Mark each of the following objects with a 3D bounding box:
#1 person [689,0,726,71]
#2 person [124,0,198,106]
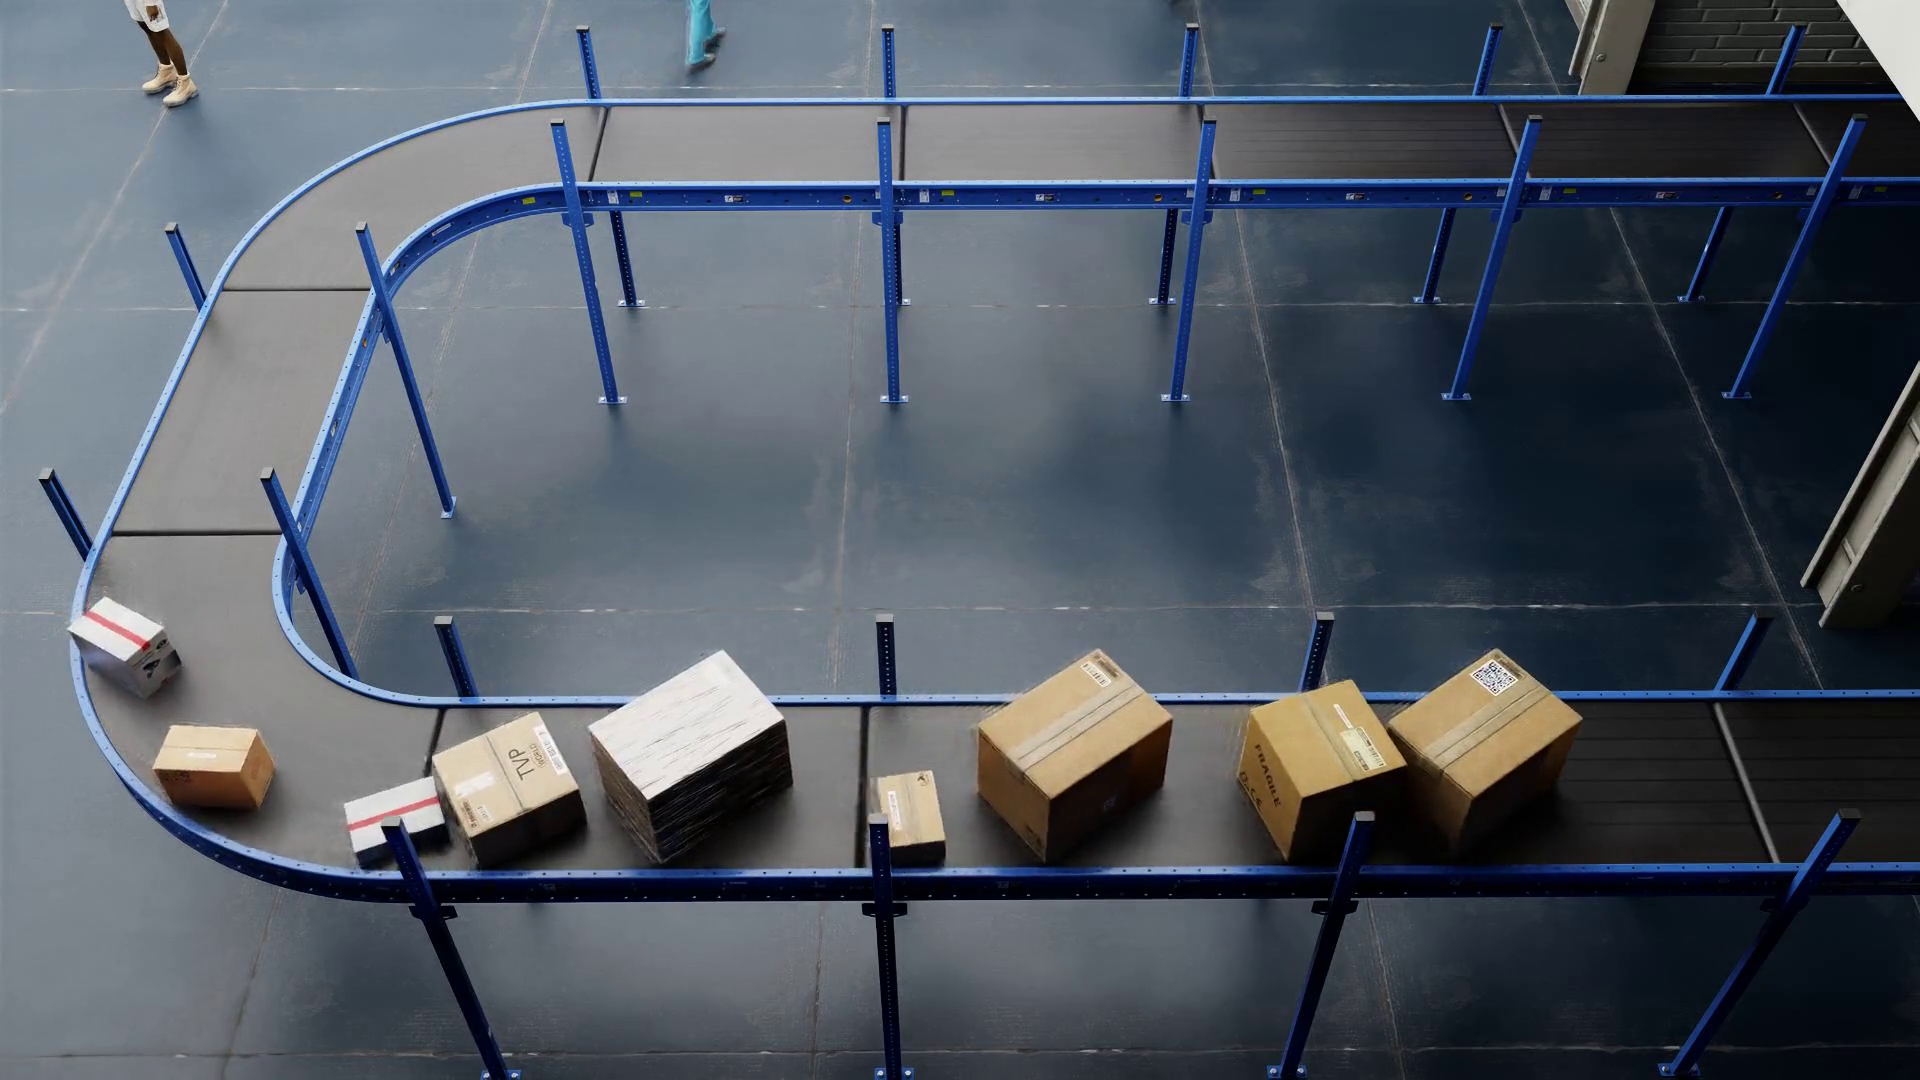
[{"bbox_3d":[-2.190,-4.958,14.670,0.571,1.810,0.790,29,53,24],"label":"person"},{"bbox_3d":[-6.806,-4.543,14.130,0.605,2.033,0.392,34,56,28],"label":"person"}]
